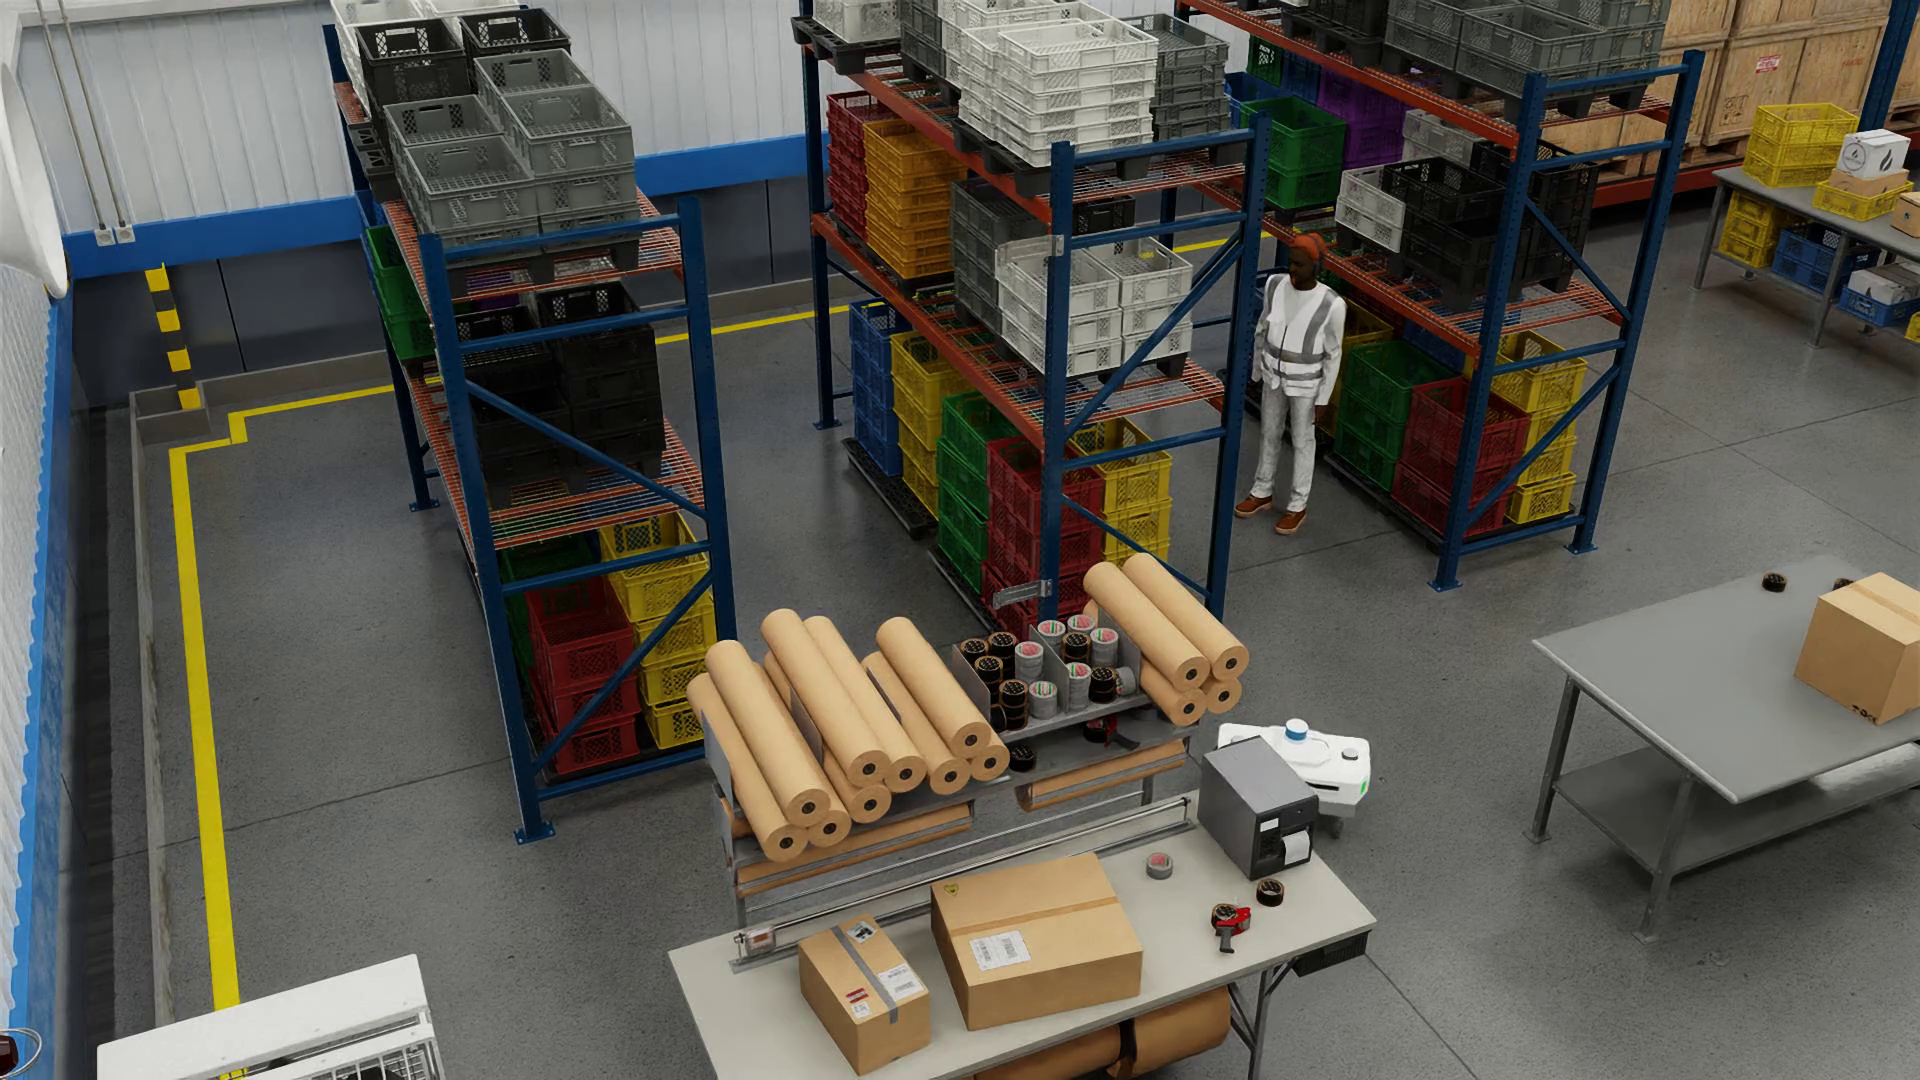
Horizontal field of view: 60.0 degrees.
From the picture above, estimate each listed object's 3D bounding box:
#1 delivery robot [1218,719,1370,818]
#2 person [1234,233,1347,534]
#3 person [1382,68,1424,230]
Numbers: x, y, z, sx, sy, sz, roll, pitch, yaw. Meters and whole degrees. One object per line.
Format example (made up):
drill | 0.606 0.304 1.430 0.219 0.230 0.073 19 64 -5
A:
delivery robot | 1.571 1.066 7.858 0.707 0.478 0.477 6 32 9
person | 1.974 -0.935 9.935 0.576 1.884 0.354 27 41 37
person | 3.745 -3.445 13.962 0.372 1.940 0.630 -6 32 -9
